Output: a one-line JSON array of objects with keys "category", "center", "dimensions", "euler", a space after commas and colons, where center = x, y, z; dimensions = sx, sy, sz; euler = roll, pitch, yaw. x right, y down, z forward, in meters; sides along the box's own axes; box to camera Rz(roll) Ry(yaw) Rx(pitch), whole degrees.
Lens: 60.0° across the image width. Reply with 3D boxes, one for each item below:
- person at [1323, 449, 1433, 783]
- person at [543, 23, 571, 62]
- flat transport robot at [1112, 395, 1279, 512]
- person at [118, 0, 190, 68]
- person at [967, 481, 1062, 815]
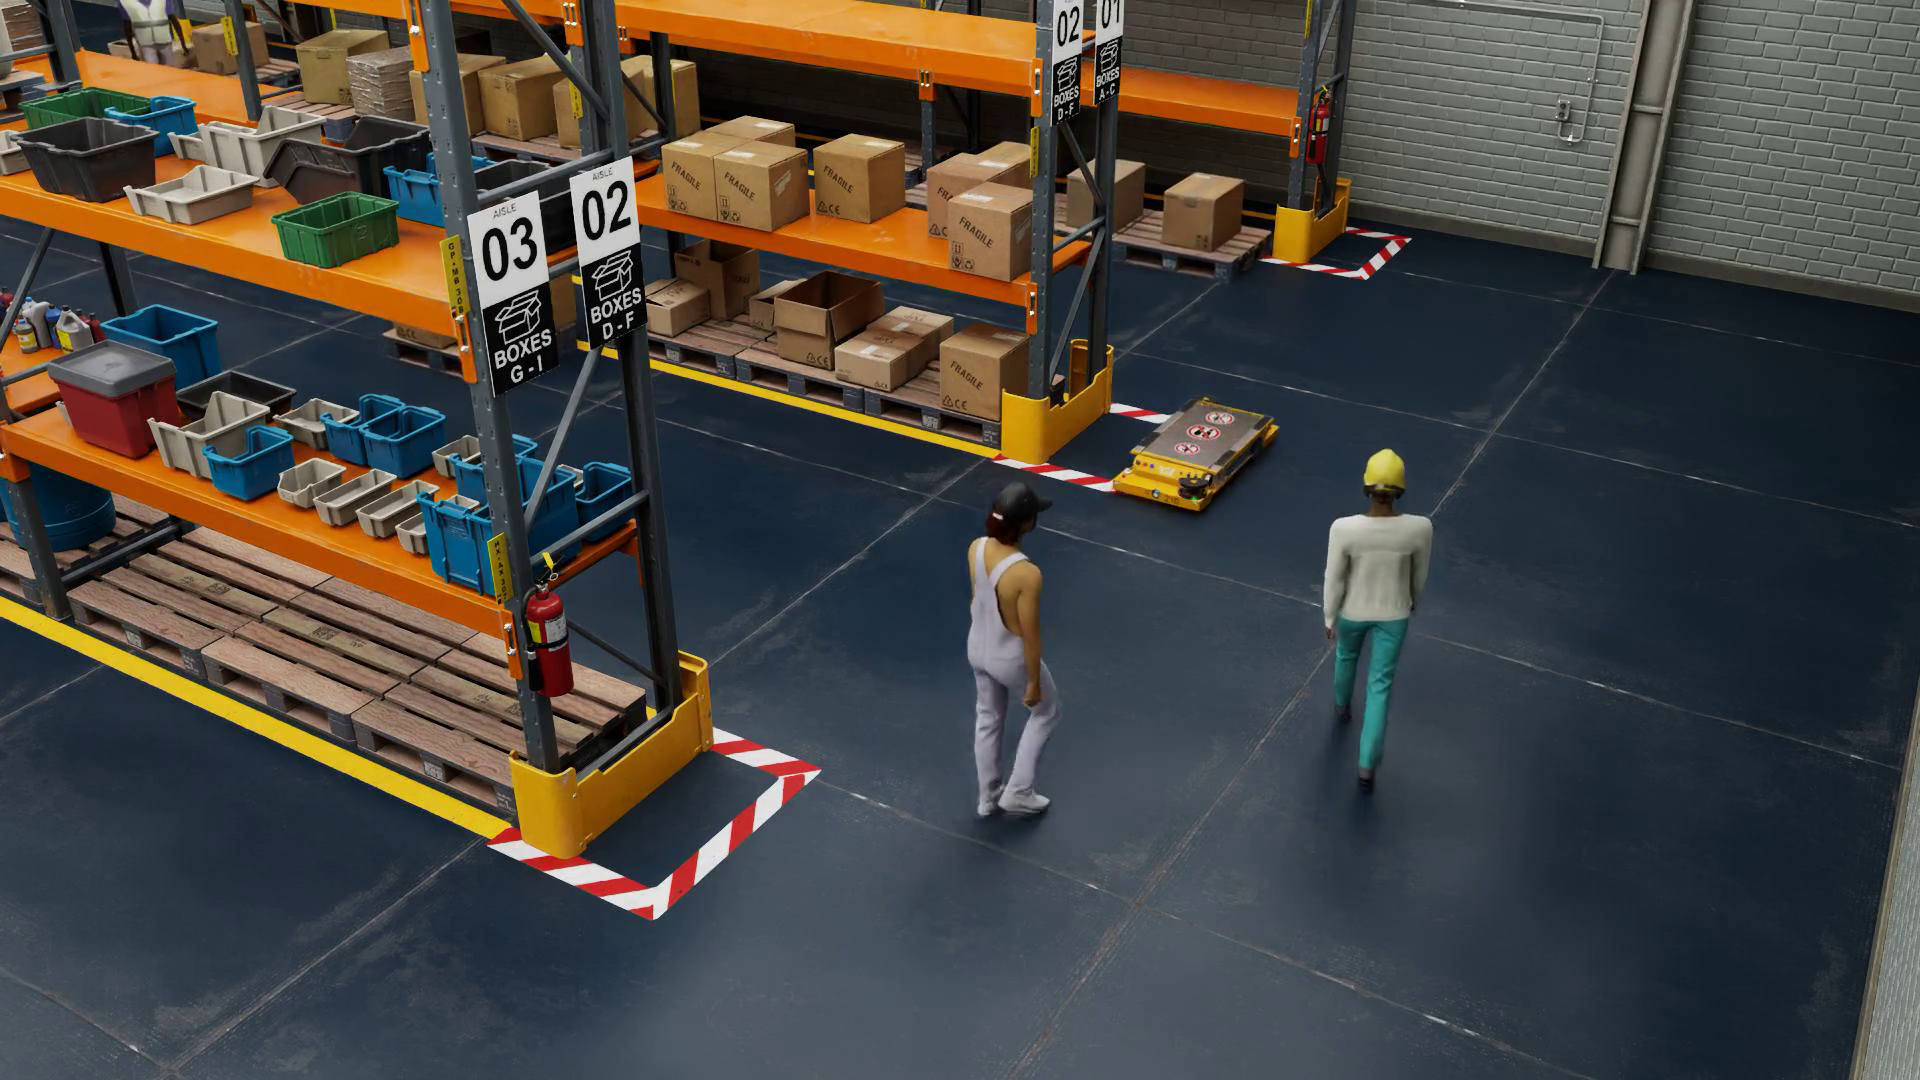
[{"category": "person", "center": [2.110, 0.352, 8.511], "dimensions": [0.516, 1.717, 0.921], "euler": [6, 30, 11]}, {"category": "person", "center": [-4.063, -4.492, 17.230], "dimensions": [0.532, 1.692, 0.319], "euler": [11, 31, 18]}, {"category": "flat transport robot", "center": [1.690, -0.630, 11.764], "dimensions": [0.659, 0.231, 1.431], "euler": [16, 33, 27]}, {"category": "person", "center": [-9.293, -5.712, 19.285], "dimensions": [0.598, 1.824, 0.599], "euler": [-20, 35, -32]}, {"category": "person", "center": [0.249, 0.542, 8.044], "dimensions": [0.510, 1.849, 0.435], "euler": [24, 37, 37]}]
